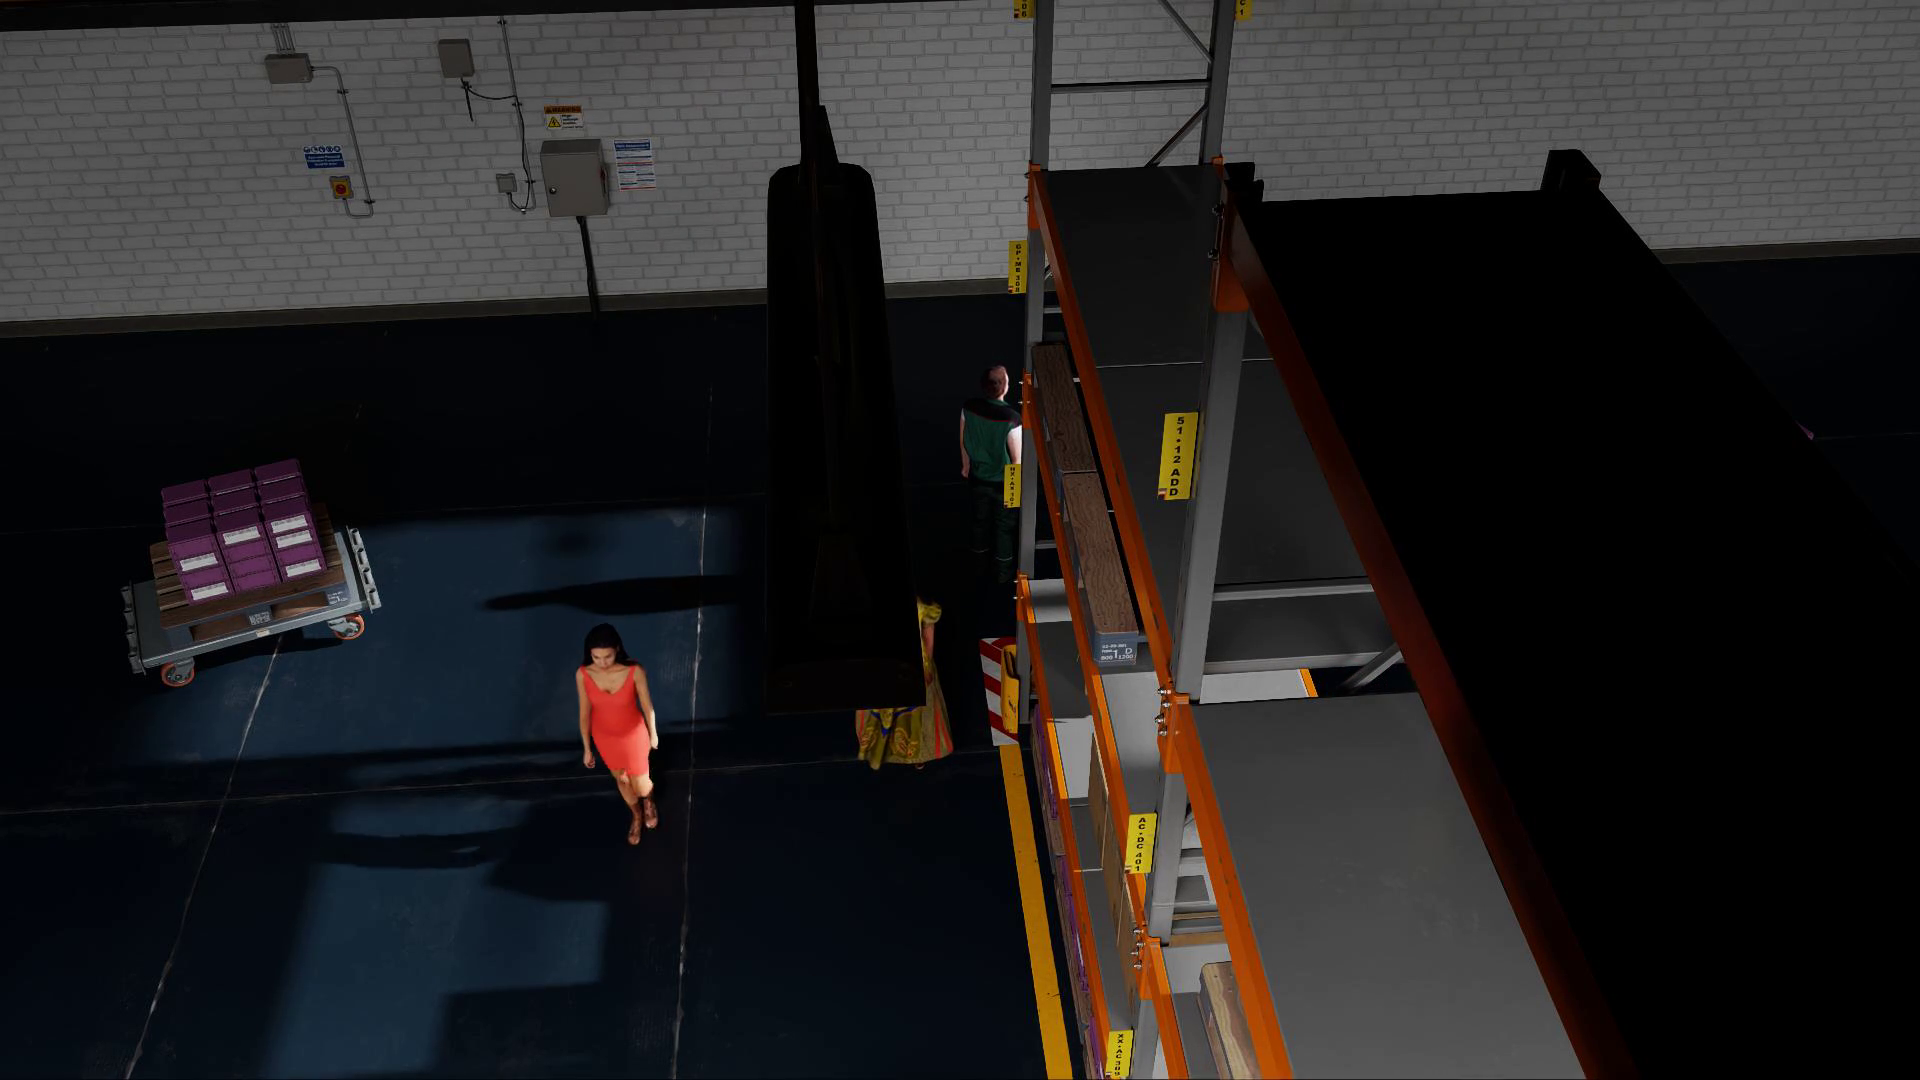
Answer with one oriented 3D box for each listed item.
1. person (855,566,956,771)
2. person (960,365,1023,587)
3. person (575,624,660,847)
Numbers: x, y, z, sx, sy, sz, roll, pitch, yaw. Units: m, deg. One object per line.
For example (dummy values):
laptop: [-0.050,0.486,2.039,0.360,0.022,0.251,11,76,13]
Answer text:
person: [-0.383,0.772,10.553,0.929,1.660,0.877,6,39,7]
person: [0.247,-0.475,11.969,0.741,1.842,0.763,19,42,22]
person: [-2.047,1.123,10.077,0.607,1.707,0.622,-1,39,-1]
